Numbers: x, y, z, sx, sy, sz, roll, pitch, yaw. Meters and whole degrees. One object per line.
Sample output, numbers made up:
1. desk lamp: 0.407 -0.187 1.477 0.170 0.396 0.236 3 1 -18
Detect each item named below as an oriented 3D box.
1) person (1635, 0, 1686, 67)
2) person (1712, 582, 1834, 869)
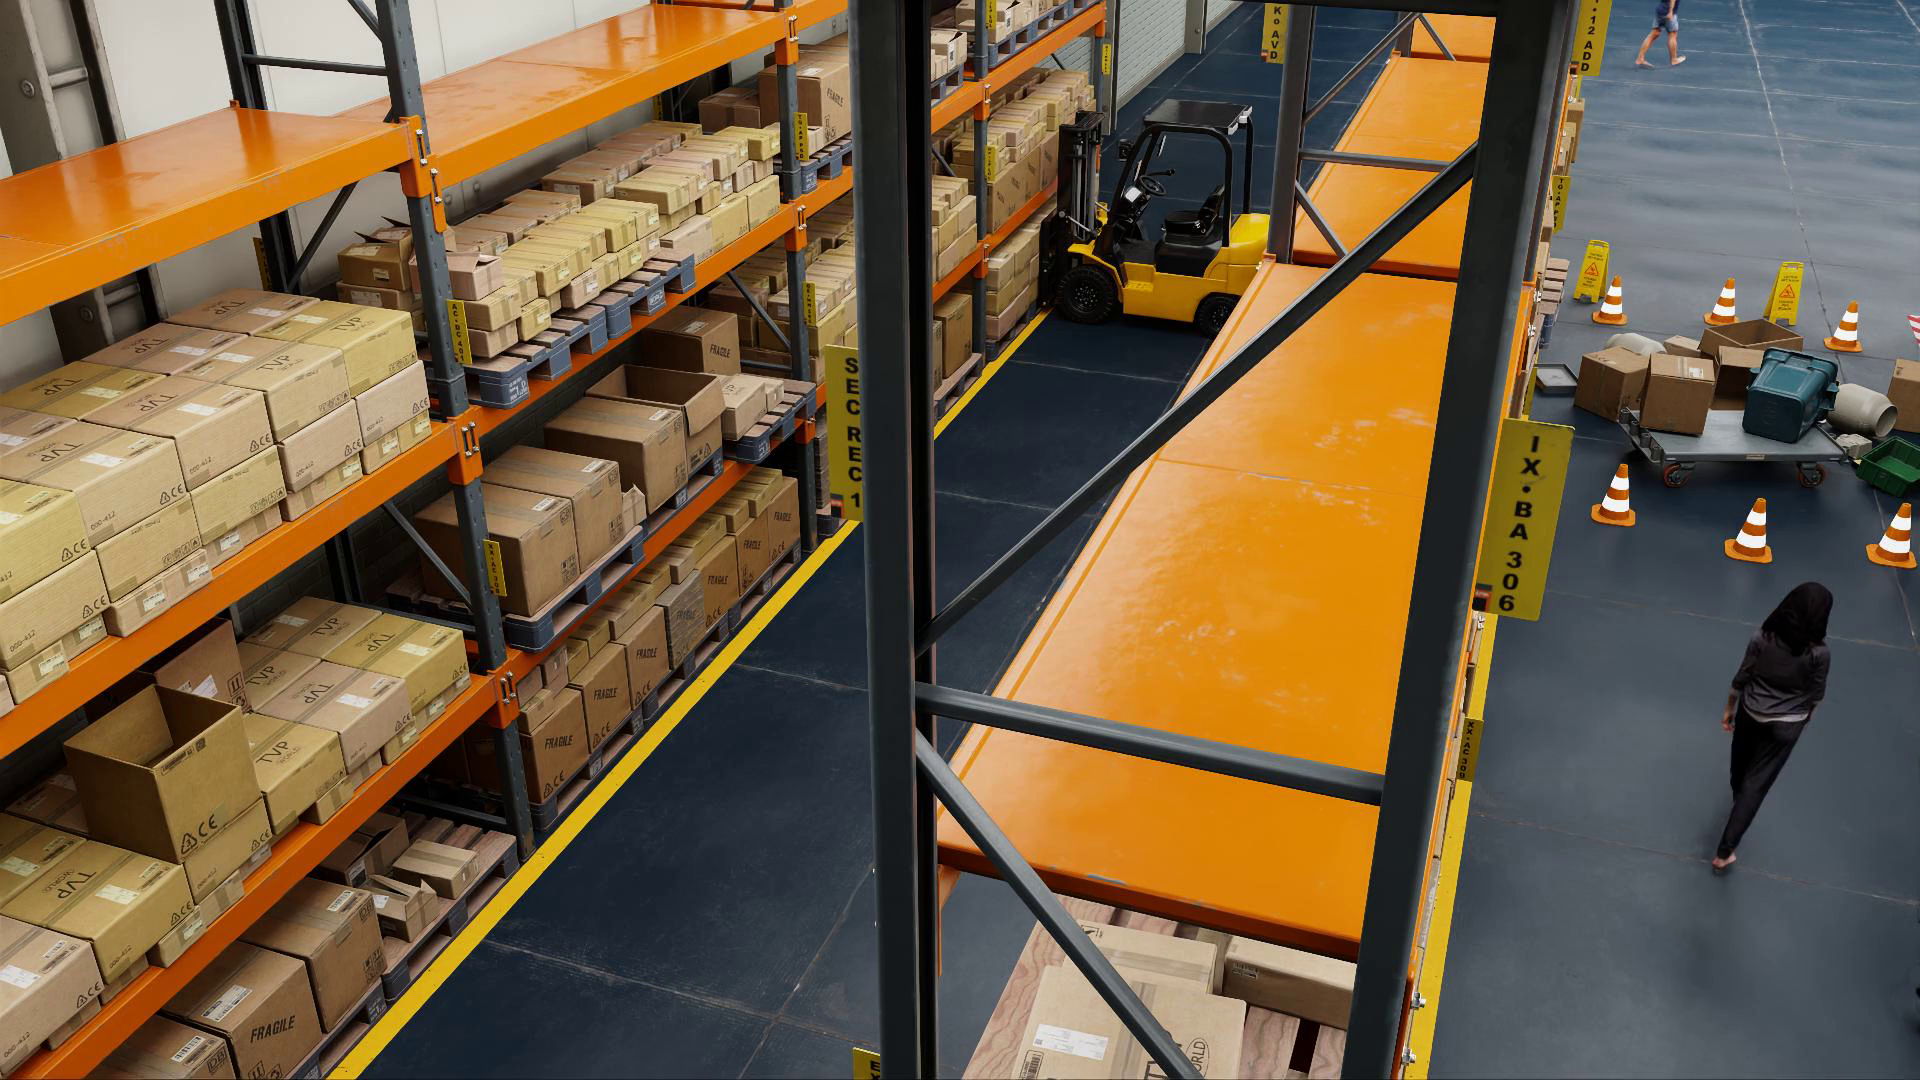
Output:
1. person: 11.736 -8.805 27.799 0.966 1.787 1.115 3 28 5
2. person: 4.504 1.091 9.301 0.844 1.709 1.232 19 33 31
